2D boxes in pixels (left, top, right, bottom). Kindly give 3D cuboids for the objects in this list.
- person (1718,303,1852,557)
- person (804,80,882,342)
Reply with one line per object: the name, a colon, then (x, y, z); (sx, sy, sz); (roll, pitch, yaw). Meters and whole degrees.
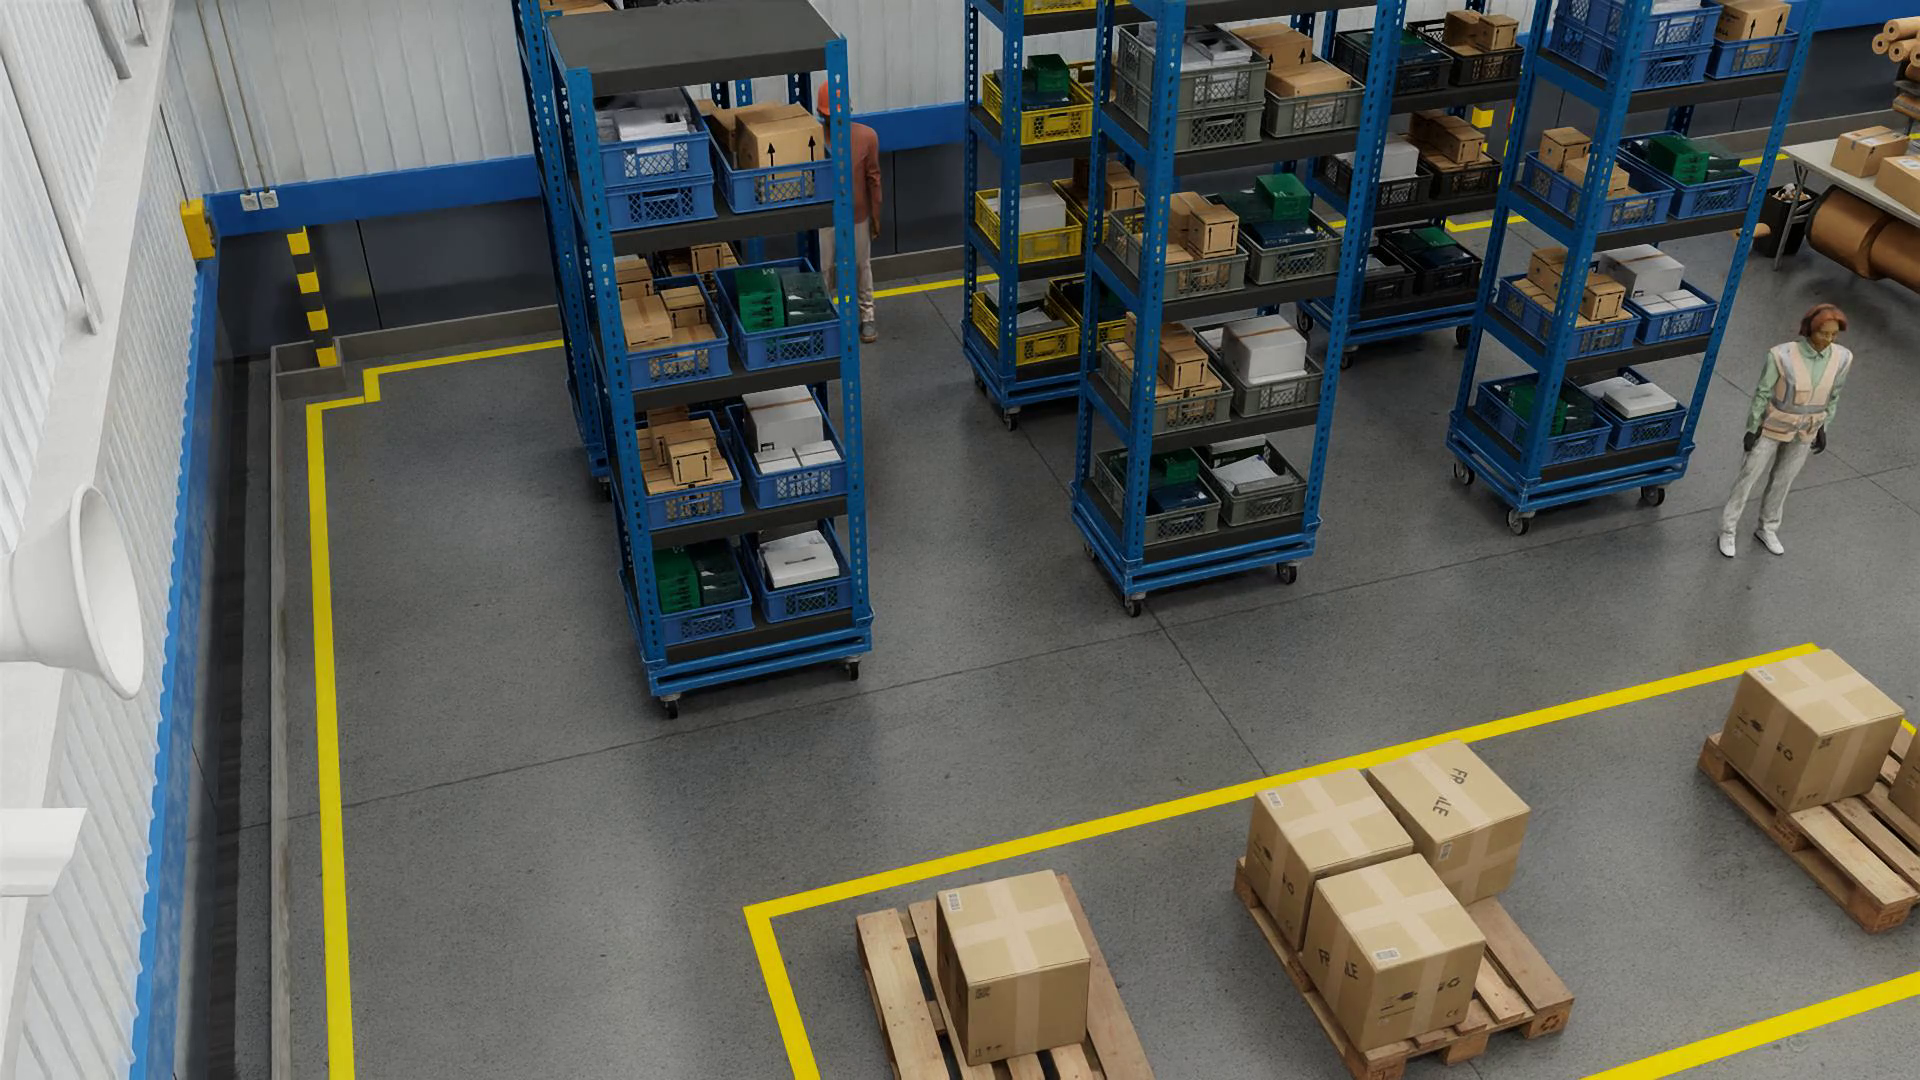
person: (4.841, -0.640, 9.757); (0.514, 1.642, 0.307); (-2, 35, -3)
person: (-0.858, -2.316, 11.845); (0.618, 1.986, 0.409); (-5, 35, -7)
